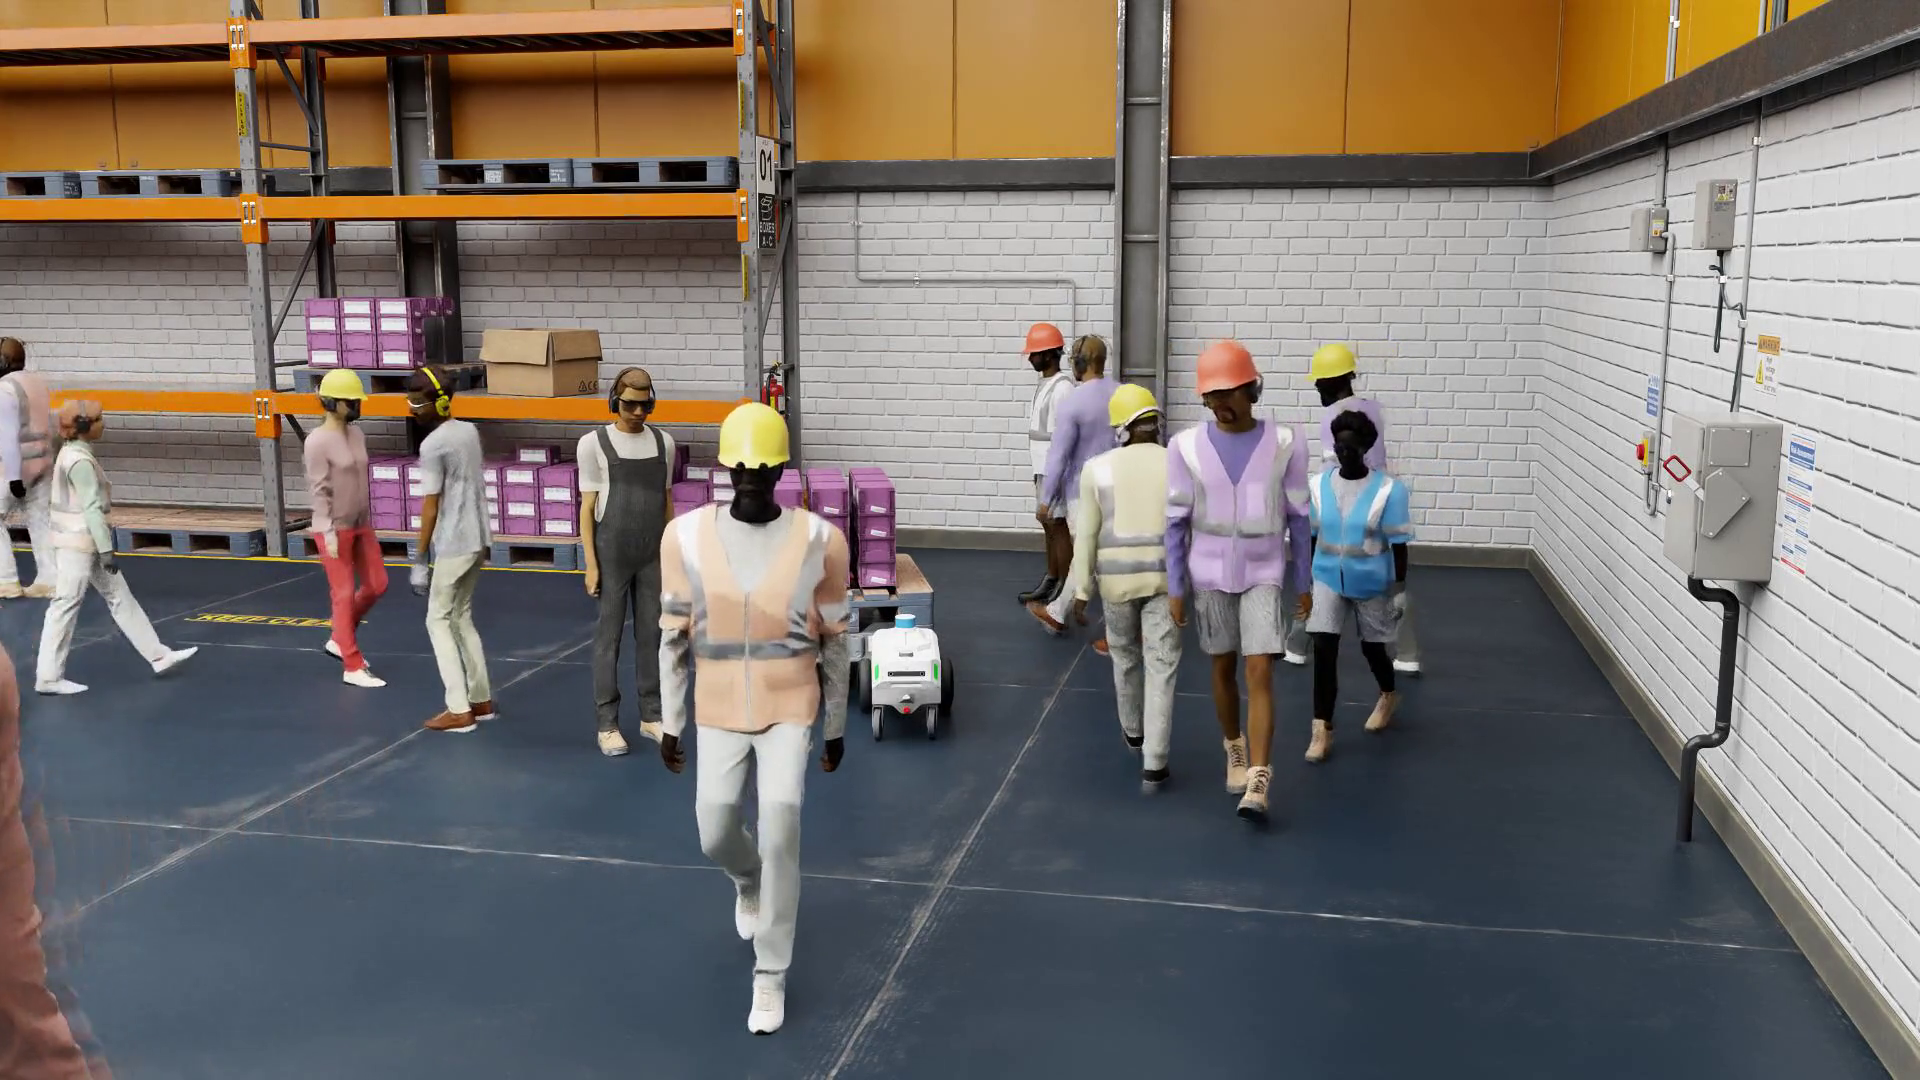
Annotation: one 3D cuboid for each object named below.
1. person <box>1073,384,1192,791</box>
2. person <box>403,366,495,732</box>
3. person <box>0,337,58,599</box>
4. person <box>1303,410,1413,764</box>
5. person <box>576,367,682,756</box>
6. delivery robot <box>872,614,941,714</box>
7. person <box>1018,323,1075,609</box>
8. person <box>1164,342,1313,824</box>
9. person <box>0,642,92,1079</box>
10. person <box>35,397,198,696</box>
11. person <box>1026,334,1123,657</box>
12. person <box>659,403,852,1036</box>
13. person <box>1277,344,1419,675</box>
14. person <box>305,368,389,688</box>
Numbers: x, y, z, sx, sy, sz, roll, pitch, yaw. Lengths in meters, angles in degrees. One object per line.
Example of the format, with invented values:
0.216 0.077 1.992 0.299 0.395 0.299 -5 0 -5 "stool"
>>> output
0.856 0.181 7.599 0.638 1.770 0.904 2 10 9 "person"
-2.502 0.059 8.182 0.383 1.829 0.537 2 10 11 "person"
-6.573 -0.487 11.481 0.614 1.822 0.645 0 9 0 "person"
1.908 0.186 7.936 0.543 1.657 0.813 6 11 31 "person"
-1.562 0.095 7.944 0.504 1.839 0.344 -7 12 -38 "person"
-0.274 0.618 8.368 0.477 0.478 0.707 0 9 -3 "delivery robot"
0.589 -0.482 11.152 0.374 1.929 0.542 -2 10 -11 "person"
1.155 0.180 6.972 0.630 1.988 1.011 2 10 13 "person"
-2.361 0.798 3.612 0.950 1.860 0.679 -8 12 -39 "person"
-4.642 0.029 9.026 0.854 1.594 0.543 -5 11 -29 "person"
0.715 -0.270 9.952 1.001 1.892 0.635 9 13 44 "person"
-0.631 0.510 5.228 0.597 1.910 0.709 0 9 2 "person"
2.182 -0.166 9.431 0.971 1.859 0.692 9 13 42 "person"
-3.369 -0.062 9.139 0.439 1.762 0.534 3 10 15 "person"
